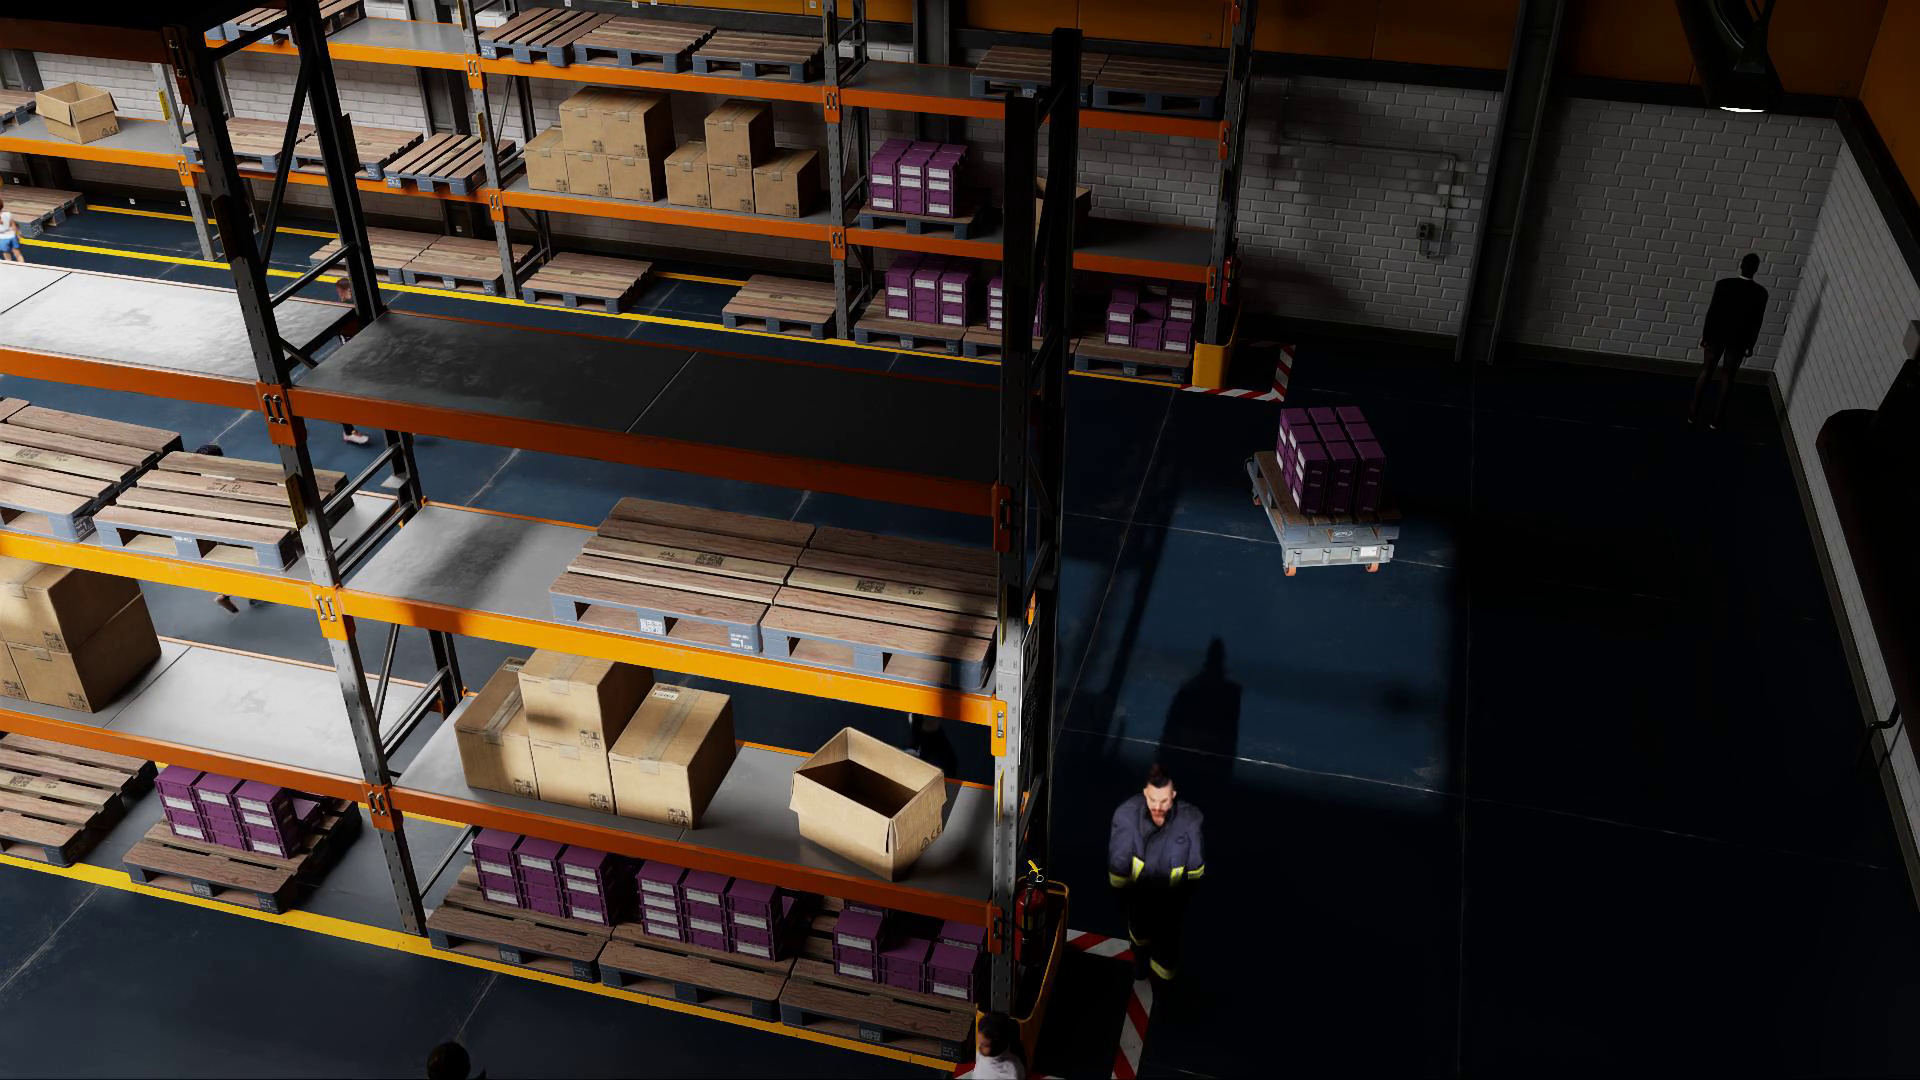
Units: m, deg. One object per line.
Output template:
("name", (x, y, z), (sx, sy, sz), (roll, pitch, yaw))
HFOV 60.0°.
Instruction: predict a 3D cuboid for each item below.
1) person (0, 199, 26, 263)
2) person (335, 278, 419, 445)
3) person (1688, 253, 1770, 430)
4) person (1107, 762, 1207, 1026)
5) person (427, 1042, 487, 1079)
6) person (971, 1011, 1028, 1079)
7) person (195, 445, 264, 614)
("person", (-11.062, -3.511, 19.283), (0.491, 1.019, 0.535), (-24, 41, -32))
("person", (-5.816, -1.670, 15.880), (1.136, 1.720, 0.744), (5, 34, 7))
("person", (7.493, -1.947, 16.226), (0.583, 1.798, 0.768), (19, 38, 26))
("person", (1.202, 2.002, 10.242), (0.813, 1.844, 0.796), (8, 34, 11))
("person", (-2.533, 3.216, 8.582), (0.607, 1.661, 0.663), (25, 41, 32))
("person", (0.285, 3.050, 8.938), (0.730, 1.543, 0.660), (-24, 40, -31))
("person", (-6.043, -0.064, 13.611), (0.833, 1.556, 0.771), (-17, 37, -24))
